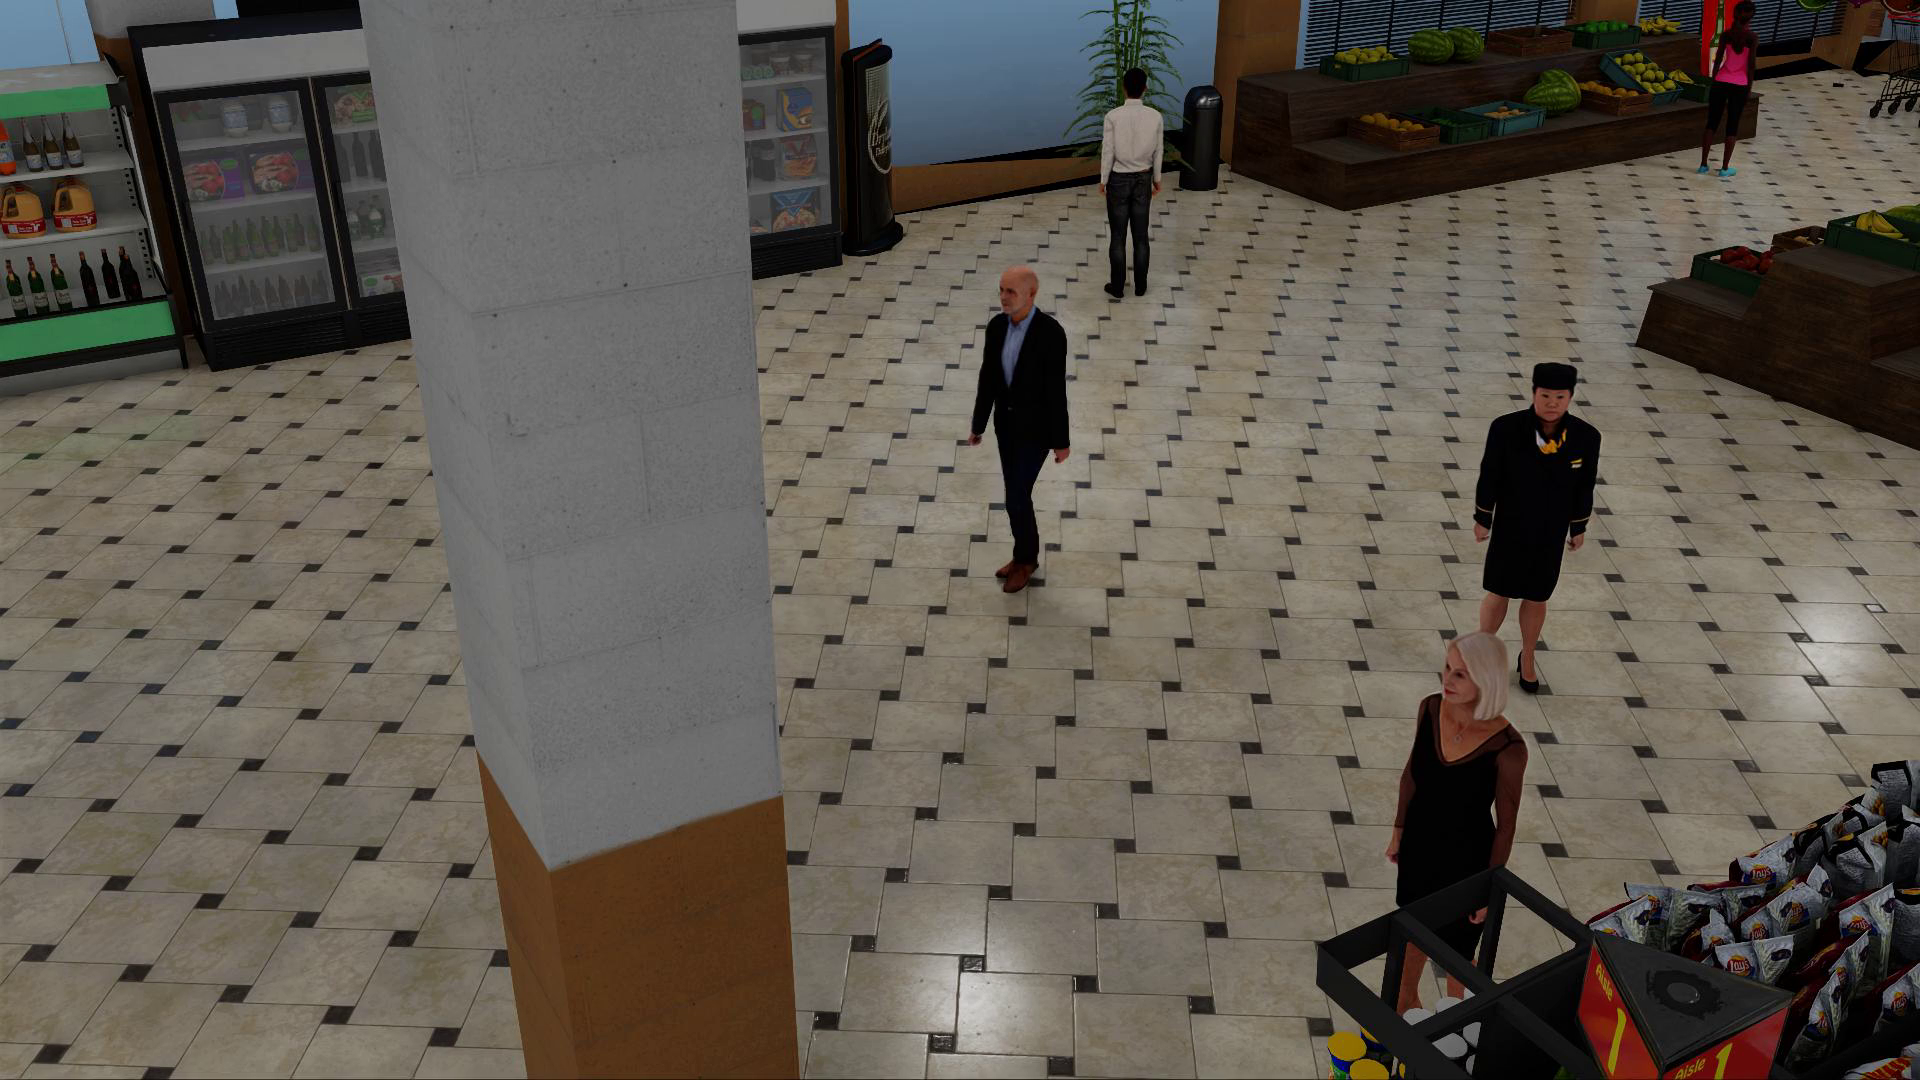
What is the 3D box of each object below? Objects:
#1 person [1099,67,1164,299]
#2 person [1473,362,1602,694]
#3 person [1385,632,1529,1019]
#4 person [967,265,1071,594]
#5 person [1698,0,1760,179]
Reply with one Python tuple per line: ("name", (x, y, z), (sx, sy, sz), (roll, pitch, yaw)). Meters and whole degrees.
("person", (1.356, -2.841, 13.271), (0.620, 1.809, 0.795), (-4, 27, -7))
("person", (2.718, -0.054, 7.928), (0.791, 1.671, 0.859), (6, 27, 11))
("person", (1.660, 1.071, 5.627), (0.500, 1.746, 0.607), (-16, 31, -28))
("person", (0.397, -0.618, 8.913), (0.794, 1.785, 0.770), (23, 35, 38))
("person", (7.726, -4.531, 16.700), (0.617, 1.722, 0.626), (24, 36, 39))
